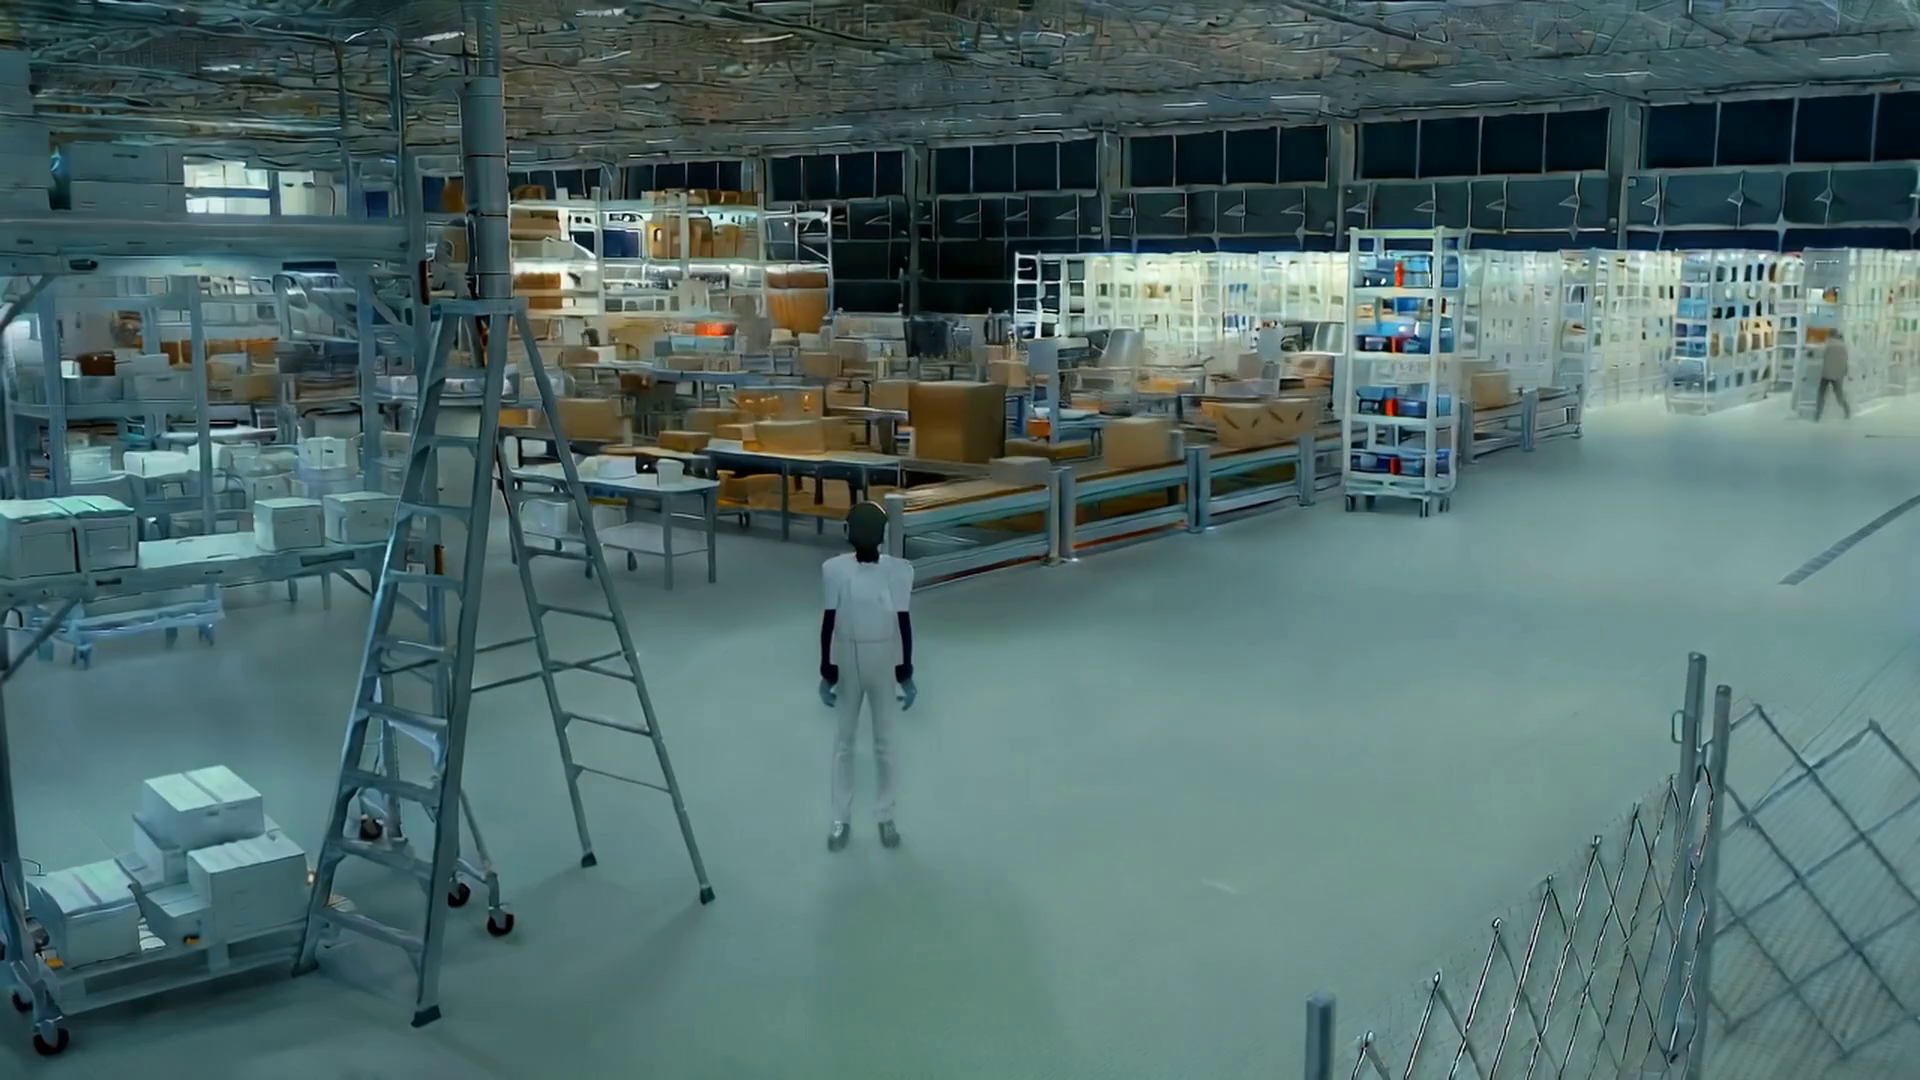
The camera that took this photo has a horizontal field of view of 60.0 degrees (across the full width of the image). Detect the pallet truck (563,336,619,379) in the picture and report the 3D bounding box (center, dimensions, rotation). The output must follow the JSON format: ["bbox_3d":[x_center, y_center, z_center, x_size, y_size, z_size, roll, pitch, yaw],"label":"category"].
[{"bbox_3d":[-10.690,-5.294,48.215,1.601,1.201,0.680,-5,10,-26],"label":"pallet truck"}]

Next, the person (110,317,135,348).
[{"bbox_3d":[-21.936,-4.888,43.646,0.654,1.889,0.534,4,10,25],"label":"person"}]

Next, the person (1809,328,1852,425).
[{"bbox_3d":[17.560,-3.277,33.370,0.973,1.958,0.623,-3,10,-20],"label":"person"}]

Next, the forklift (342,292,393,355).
[{"bbox_3d":[-16.485,-5.622,45.120,1.129,2.768,1.873,7,11,37],"label":"forklift"}]

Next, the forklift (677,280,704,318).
[{"bbox_3d":[-8.863,-7.179,54.835,1.873,2.768,1.129,7,11,37],"label":"forklift"}]

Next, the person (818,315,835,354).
[{"bbox_3d":[-3.812,-5.547,47.910,0.404,1.830,0.603,-9,12,-43],"label":"person"}]

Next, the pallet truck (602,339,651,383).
[{"bbox_3d":[-8.991,-4.871,45.351,0.653,1.274,1.630,7,11,37],"label":"pallet truck"}]

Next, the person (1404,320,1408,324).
[{"bbox_3d":[12.066,-5.071,45.067,0.587,1.786,0.816,6,11,35],"label":"person"}]

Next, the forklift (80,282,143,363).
[{"bbox_3d":[-22.114,-5.224,42.636,1.873,2.768,1.129,0,9,-1],"label":"forklift"}]

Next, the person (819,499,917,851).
[{"bbox_3d":[-0.488,0.710,8.766,0.516,1.865,0.329,-1,9,-4],"label":"person"}]

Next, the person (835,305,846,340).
[{"bbox_3d":[-5.045,-8.860,68.923,0.846,1.714,0.594,8,12,39],"label":"person"}]

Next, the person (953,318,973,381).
[{"bbox_3d":[0.079,-5.088,45.001,0.565,1.845,0.387,3,10,18],"label":"person"}]

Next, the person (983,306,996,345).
[{"bbox_3d":[0.993,-7.077,57.227,0.406,1.911,0.639,4,10,23],"label":"person"}]

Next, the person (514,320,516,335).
[{"bbox_3d":[-16.113,-7.466,59.658,0.406,1.906,0.654,-4,10,-24],"label":"person"}]

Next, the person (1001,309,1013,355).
[{"bbox_3d":[1.754,-7.723,61.808,0.485,1.734,0.353,-2,9,-13],"label":"person"}]

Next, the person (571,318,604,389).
[{"bbox_3d":[-9.544,-4.756,42.806,1.016,1.896,0.607,5,11,31],"label":"person"}]
